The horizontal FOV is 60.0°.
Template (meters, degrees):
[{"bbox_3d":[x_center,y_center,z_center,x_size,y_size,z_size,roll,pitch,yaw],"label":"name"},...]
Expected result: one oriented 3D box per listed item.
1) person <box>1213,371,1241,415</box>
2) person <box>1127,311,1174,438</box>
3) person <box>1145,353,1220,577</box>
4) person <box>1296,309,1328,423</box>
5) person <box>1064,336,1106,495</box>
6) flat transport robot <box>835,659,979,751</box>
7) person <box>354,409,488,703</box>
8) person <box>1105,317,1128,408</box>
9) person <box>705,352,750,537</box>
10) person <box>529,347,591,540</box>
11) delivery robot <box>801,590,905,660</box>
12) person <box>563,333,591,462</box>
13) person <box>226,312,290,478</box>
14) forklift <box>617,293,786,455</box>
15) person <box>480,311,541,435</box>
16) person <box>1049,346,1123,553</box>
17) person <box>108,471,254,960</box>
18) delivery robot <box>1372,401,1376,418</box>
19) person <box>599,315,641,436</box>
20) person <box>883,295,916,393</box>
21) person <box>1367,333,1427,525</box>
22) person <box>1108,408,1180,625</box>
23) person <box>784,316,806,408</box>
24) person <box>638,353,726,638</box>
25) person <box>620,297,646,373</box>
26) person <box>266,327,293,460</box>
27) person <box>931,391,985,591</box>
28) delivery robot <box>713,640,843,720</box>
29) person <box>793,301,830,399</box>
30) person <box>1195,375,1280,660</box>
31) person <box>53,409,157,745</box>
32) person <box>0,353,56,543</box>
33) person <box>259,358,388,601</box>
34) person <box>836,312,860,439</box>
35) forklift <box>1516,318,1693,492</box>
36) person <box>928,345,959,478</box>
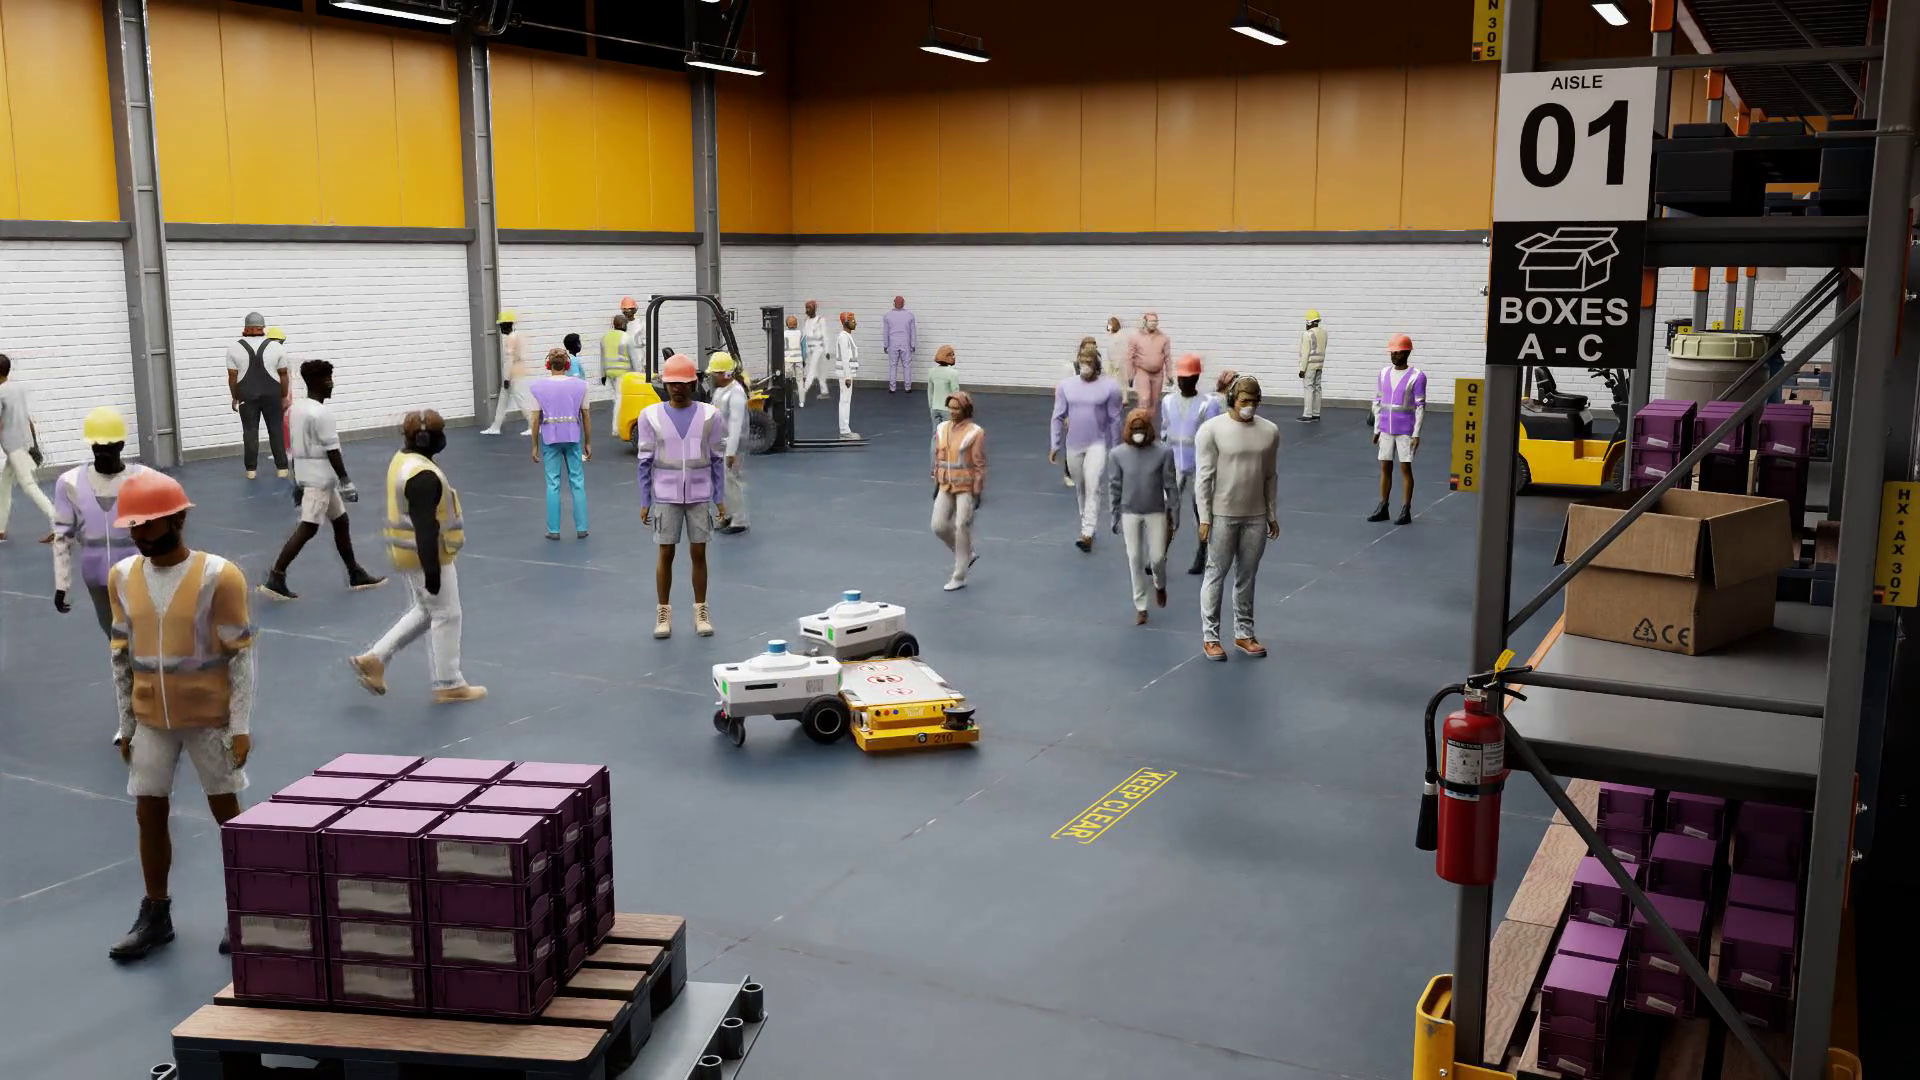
[{"bbox_3d":[2.620,-0.838,16.219,0.519,1.599,0.842,-6,11,-31],"label":"person"},{"bbox_3d":[2.846,-2.420,24.540,0.669,1.882,0.756,-3,10,-15],"label":"person"},{"bbox_3d":[1.875,-0.610,14.023,0.569,1.898,0.871,6,12,32],"label":"person"},{"bbox_3d":[5.704,-2.821,27.011,0.404,1.833,0.590,10,14,44],"label":"person"},{"bbox_3d":[1.423,-1.456,19.196,0.515,1.809,0.929,-2,10,-11],"label":"person"},{"bbox_3d":[-0.411,0.932,9.798,0.652,0.197,1.431,-3,10,-17],"label":"flat transport robot"},{"bbox_3d":[-3.285,0.112,10.059,0.675,1.819,0.636,-5,11,-27],"label":"person"},{"bbox_3d":[2.661,-3.108,29.319,0.783,1.604,0.520,-5,11,-28],"label":"person"},{"bbox_3d":[-2.250,-0.912,16.028,0.444,1.805,0.607,-4,11,-24],"label":"person"},{"bbox_3d":[-3.815,-0.914,15.926,0.565,1.845,0.384,-4,10,-20],"label":"person"},{"bbox_3d":[-0.692,0.570,10.801,0.477,0.478,0.707,9,14,43],"label":"delivery robot"},{"bbox_3d":[-5.085,-1.881,21.954,0.318,1.699,0.535,-4,11,-24],"label":"person"},{"bbox_3d":[-8.582,-1.780,20.382,0.688,2.000,0.535,-4,10,-20],"label":"person"},{"bbox_3d":[-3.588,-2.317,23.042,2.313,2.155,1.214,-1,10,-5],"label":"forklift"},{"bbox_3d":[-6.789,-2.506,25.064,0.898,1.884,0.603,-3,10,-16],"label":"person"},{"bbox_3d":[1.158,-0.845,15.420,0.641,1.882,1.034,4,10,20],"label":"person"},{"bbox_3d":[-3.042,0.693,6.451,0.588,1.922,0.504,0,10,3],"label":"person"},{"bbox_3d":[6.842,-2.126,26.409,0.477,0.478,0.707,8,13,40],"label":"delivery robot"},{"bbox_3d":[-5.068,-2.498,25.189,0.651,1.812,0.764,5,11,29],"label":"person"},{"bbox_3d":[-1.182,-3.833,32.639,0.650,1.913,0.409,0,10,-1],"label":"person"},{"bbox_3d":[4.433,-1.124,16.874,0.542,1.939,0.364,9,14,43],"label":"person"},{"bbox_3d":[1.371,-0.188,12.386,0.541,1.610,0.486,2,10,13],"label":"person"},{"bbox_3d":[-2.965,-3.147,29.455,0.522,1.638,0.310,-5,11,-26],"label":"person"},{"bbox_3d":[-1.975,-0.308,11.860,0.614,2.039,0.394,-2,10,-14],"label":"person"},{"bbox_3d":[-5.294,-2.878,26.729,0.605,2.045,0.381,2,10,13],"label":"person"},{"bbox_3d":[-9.024,-1.933,22.050,0.296,1.772,0.533,-10,14,-44],"label":"person"},{"bbox_3d":[0.001,-0.409,13.610,0.542,1.624,0.421,8,13,40],"label":"person"},{"bbox_3d":[-1.034,0.809,9.416,0.707,0.478,0.477,-3,10,-17],"label":"delivery robot"},{"bbox_3d":[-2.811,-3.528,31.117,0.973,1.826,0.592,-9,13,-42],"label":"person"},{"bbox_3d":[1.886,-0.155,11.285,0.627,1.934,0.372,-4,10,-20],"label":"person"},{"bbox_3d":[-4.814,0.182,9.520,0.594,1.878,0.998,-2,10,-10],"label":"person"},{"bbox_3d":[-8.912,-0.860,15.715,0.950,1.820,0.499,-1,10,-7],"label":"person"},{"bbox_3d":[-5.164,-0.488,13.275,1.030,1.925,0.599,-7,12,-36],"label":"person"},{"bbox_3d":[-1.659,-2.422,24.553,0.355,1.883,0.574,-1,10,-4],"label":"person"},{"bbox_3d":[7.066,-1.601,18.899,2.313,2.155,1.214,5,11,27],"label":"forklift"},{"bbox_3d":[-0.184,-1.558,20.269,0.286,1.633,0.500,-9,14,-43],"label":"person"}]
